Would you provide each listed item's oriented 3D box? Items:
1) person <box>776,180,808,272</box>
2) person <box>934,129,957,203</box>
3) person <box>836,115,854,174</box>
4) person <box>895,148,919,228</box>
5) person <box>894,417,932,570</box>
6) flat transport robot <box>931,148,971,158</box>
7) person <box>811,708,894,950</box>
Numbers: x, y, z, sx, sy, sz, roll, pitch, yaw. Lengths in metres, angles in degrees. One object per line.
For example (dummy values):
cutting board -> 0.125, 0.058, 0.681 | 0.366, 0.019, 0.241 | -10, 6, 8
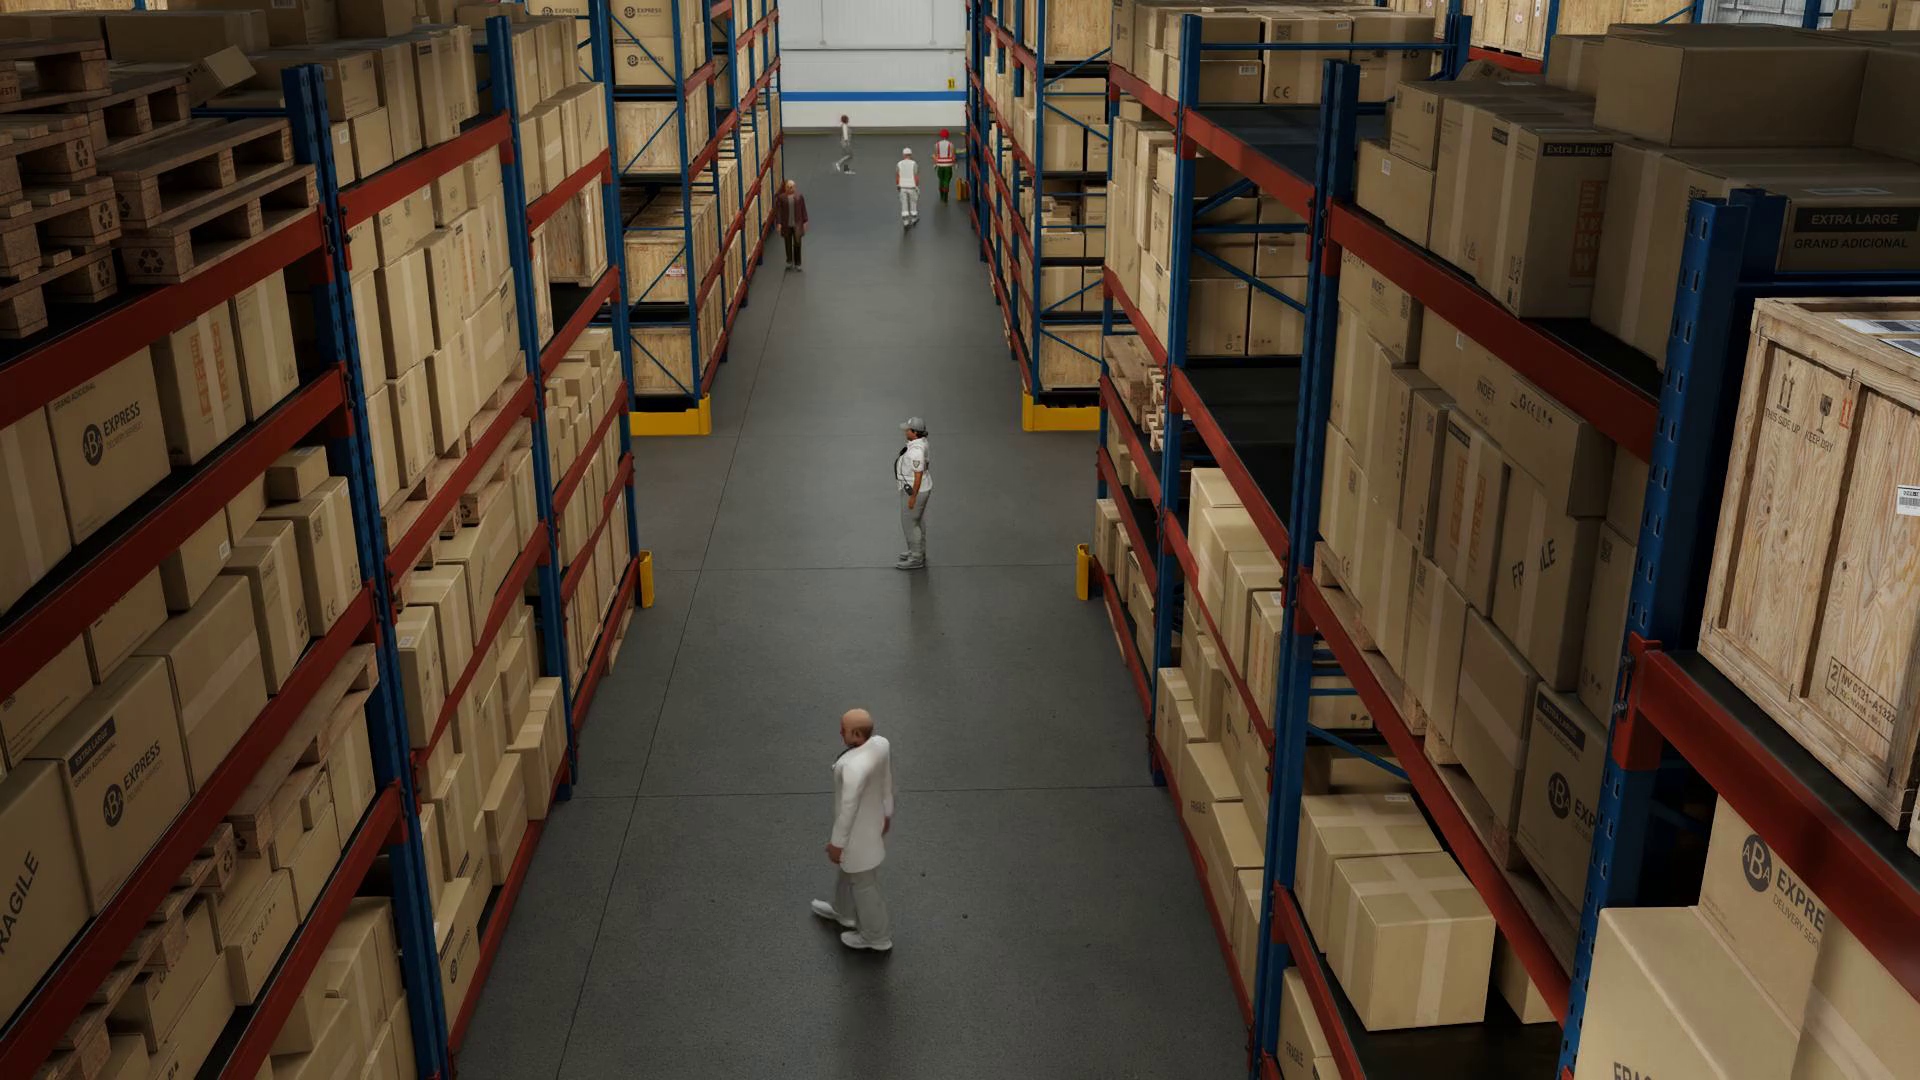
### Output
person -> -3.371, -6.312, 33.330 | 0.639, 1.773, 0.728 | 0, 20, -1
person -> -0.328, -9.363, 41.527 | 0.565, 1.782, 0.773 | 5, 21, 12
person -> -3.195, -10.924, 45.959 | 0.505, 1.598, 0.419 | -1, 20, -3
person -> -1.177, -8.110, 38.162 | 0.568, 1.765, 0.782 | 3, 21, 7
person -> -0.500, -0.528, 18.058 | 0.390, 1.664, 0.469 | 2, 21, 6
flat transport robot -> -0.097, -11.489, 49.499 | 1.431, 0.246, 0.659 | -12, 24, -29
person -> -0.791, 1.937, 11.245 | 0.705, 1.783, 0.618 | 7, 21, 17
